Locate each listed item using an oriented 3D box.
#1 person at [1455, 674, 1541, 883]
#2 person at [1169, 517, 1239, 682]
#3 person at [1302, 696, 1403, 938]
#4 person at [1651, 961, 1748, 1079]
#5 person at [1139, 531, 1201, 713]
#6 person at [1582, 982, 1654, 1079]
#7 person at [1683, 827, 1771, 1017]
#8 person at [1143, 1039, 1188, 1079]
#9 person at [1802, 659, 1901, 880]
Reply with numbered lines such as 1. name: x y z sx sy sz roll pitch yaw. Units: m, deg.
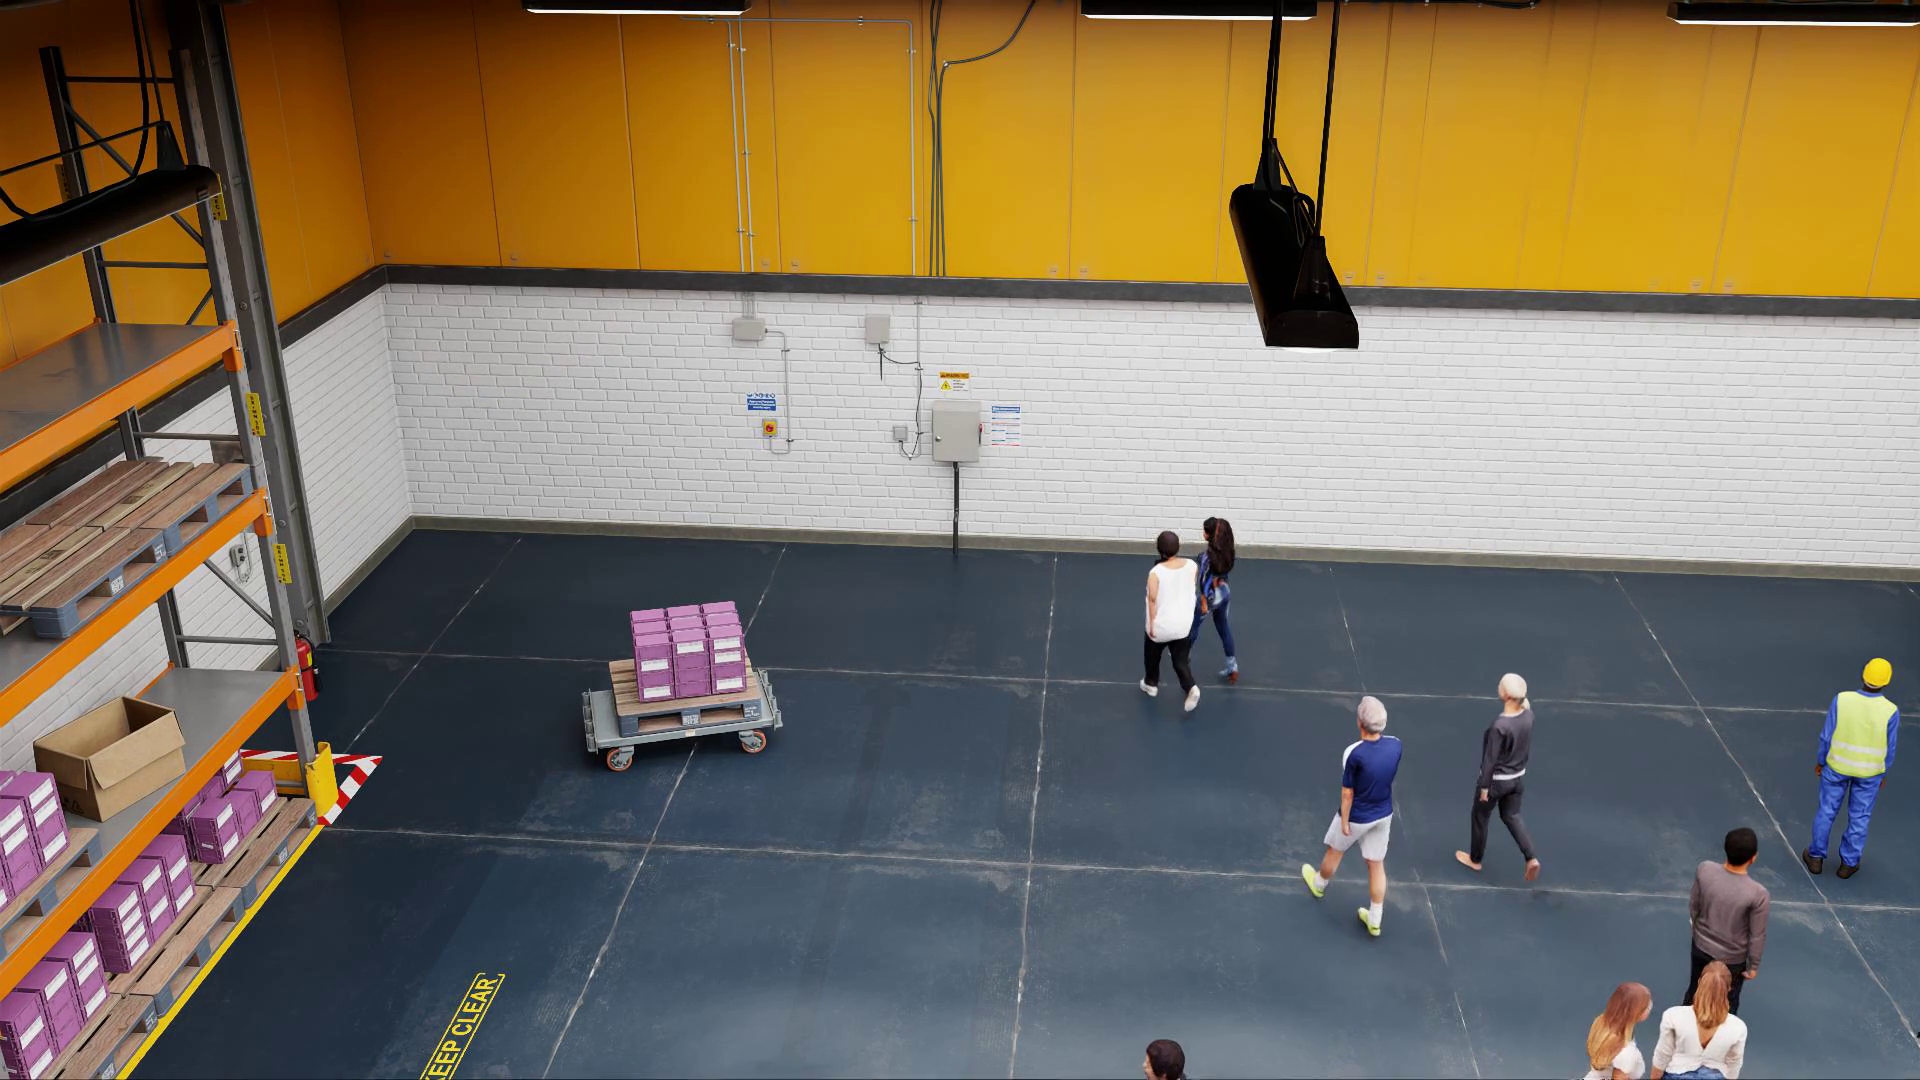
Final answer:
1. person: 4.099 1.785 12.383 0.890 1.710 1.015 -12 26 -26
2. person: 2.395 0.565 15.326 1.029 1.589 1.003 20 30 38
3. person: 2.928 1.985 11.812 0.895 1.802 1.129 -7 25 -16
4. person: 4.111 3.102 9.359 0.651 1.719 0.577 7 24 15
5. person: 1.887 0.741 14.833 0.948 1.660 1.134 -9 25 -20
6. person: 3.489 3.175 9.235 0.677 1.686 0.526 0 24 0
7. person: 4.758 2.580 10.496 0.752 1.765 0.809 16 28 32
8. person: 1.208 3.372 8.990 0.658 1.521 0.790 4 24 9
9. person: 6.688 1.695 12.459 0.740 1.813 0.715 11 26 24
